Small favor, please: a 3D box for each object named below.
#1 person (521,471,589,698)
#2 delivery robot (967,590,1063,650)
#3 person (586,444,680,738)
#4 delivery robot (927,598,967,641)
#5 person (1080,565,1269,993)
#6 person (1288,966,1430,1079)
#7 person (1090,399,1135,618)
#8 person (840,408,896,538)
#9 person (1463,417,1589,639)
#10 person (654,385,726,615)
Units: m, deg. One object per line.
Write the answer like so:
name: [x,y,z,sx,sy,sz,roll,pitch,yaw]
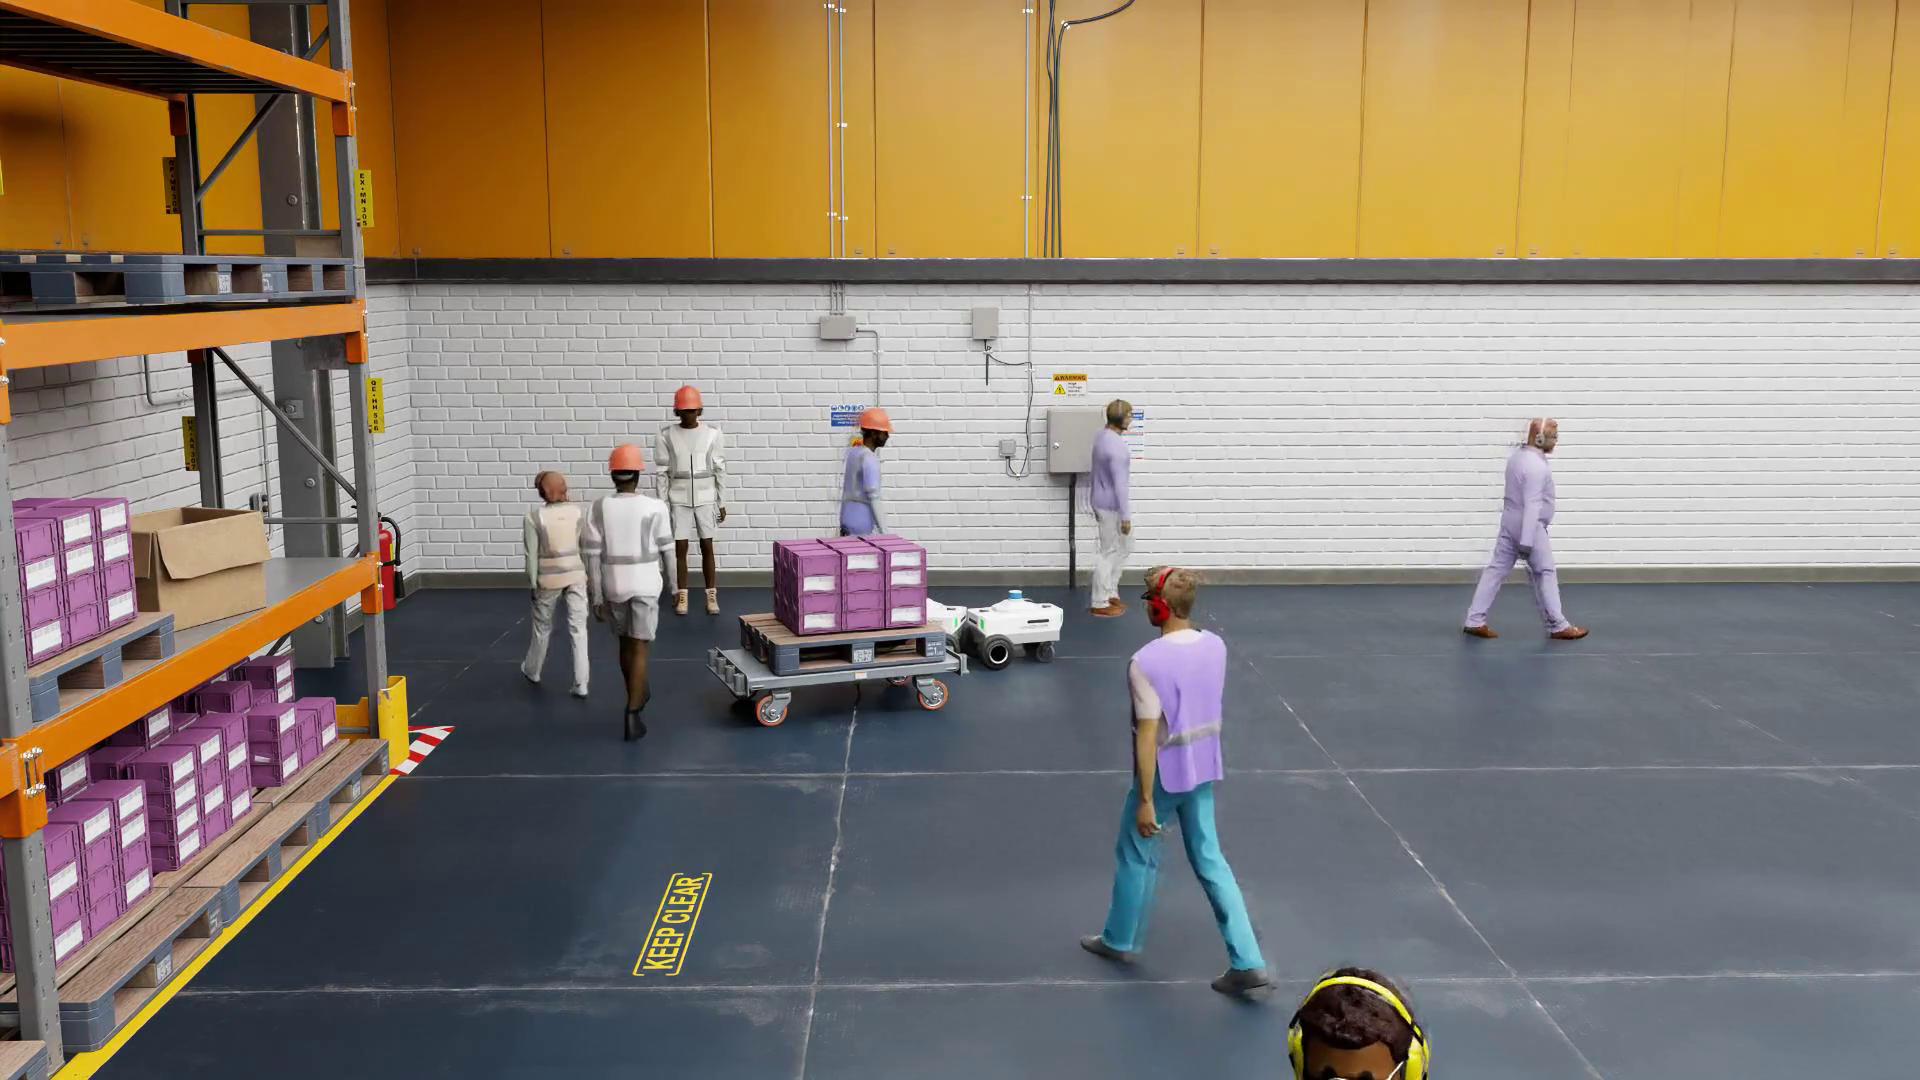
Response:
person: [-2.891,0.302,11.918,0.525,1.597,0.835,-6,11,-32]
delivery robot: [0.428,0.631,12.811,0.707,0.478,0.477,-3,10,-19]
person: [-2.160,0.310,11.015,0.558,1.891,0.964,1,9,6]
delivery robot: [-0.318,0.624,12.853,0.707,0.478,0.477,2,9,13]
person: [0.935,1.003,7.020,0.579,1.805,0.942,-8,12,-41]
person: [0.782,1.615,3.257,0.524,1.813,0.934,4,10,22]
person: [1.369,-0.263,14.398,0.555,1.919,0.666,-1,9,-8]
person: [-0.756,-0.132,13.635,0.611,1.906,0.601,-3,10,-18]
person: [4.613,-0.079,13.547,1.025,1.851,0.628,-1,9,-4]
person: [-2.347,-0.342,14.567,0.609,2.032,0.410,-2,10,-13]
